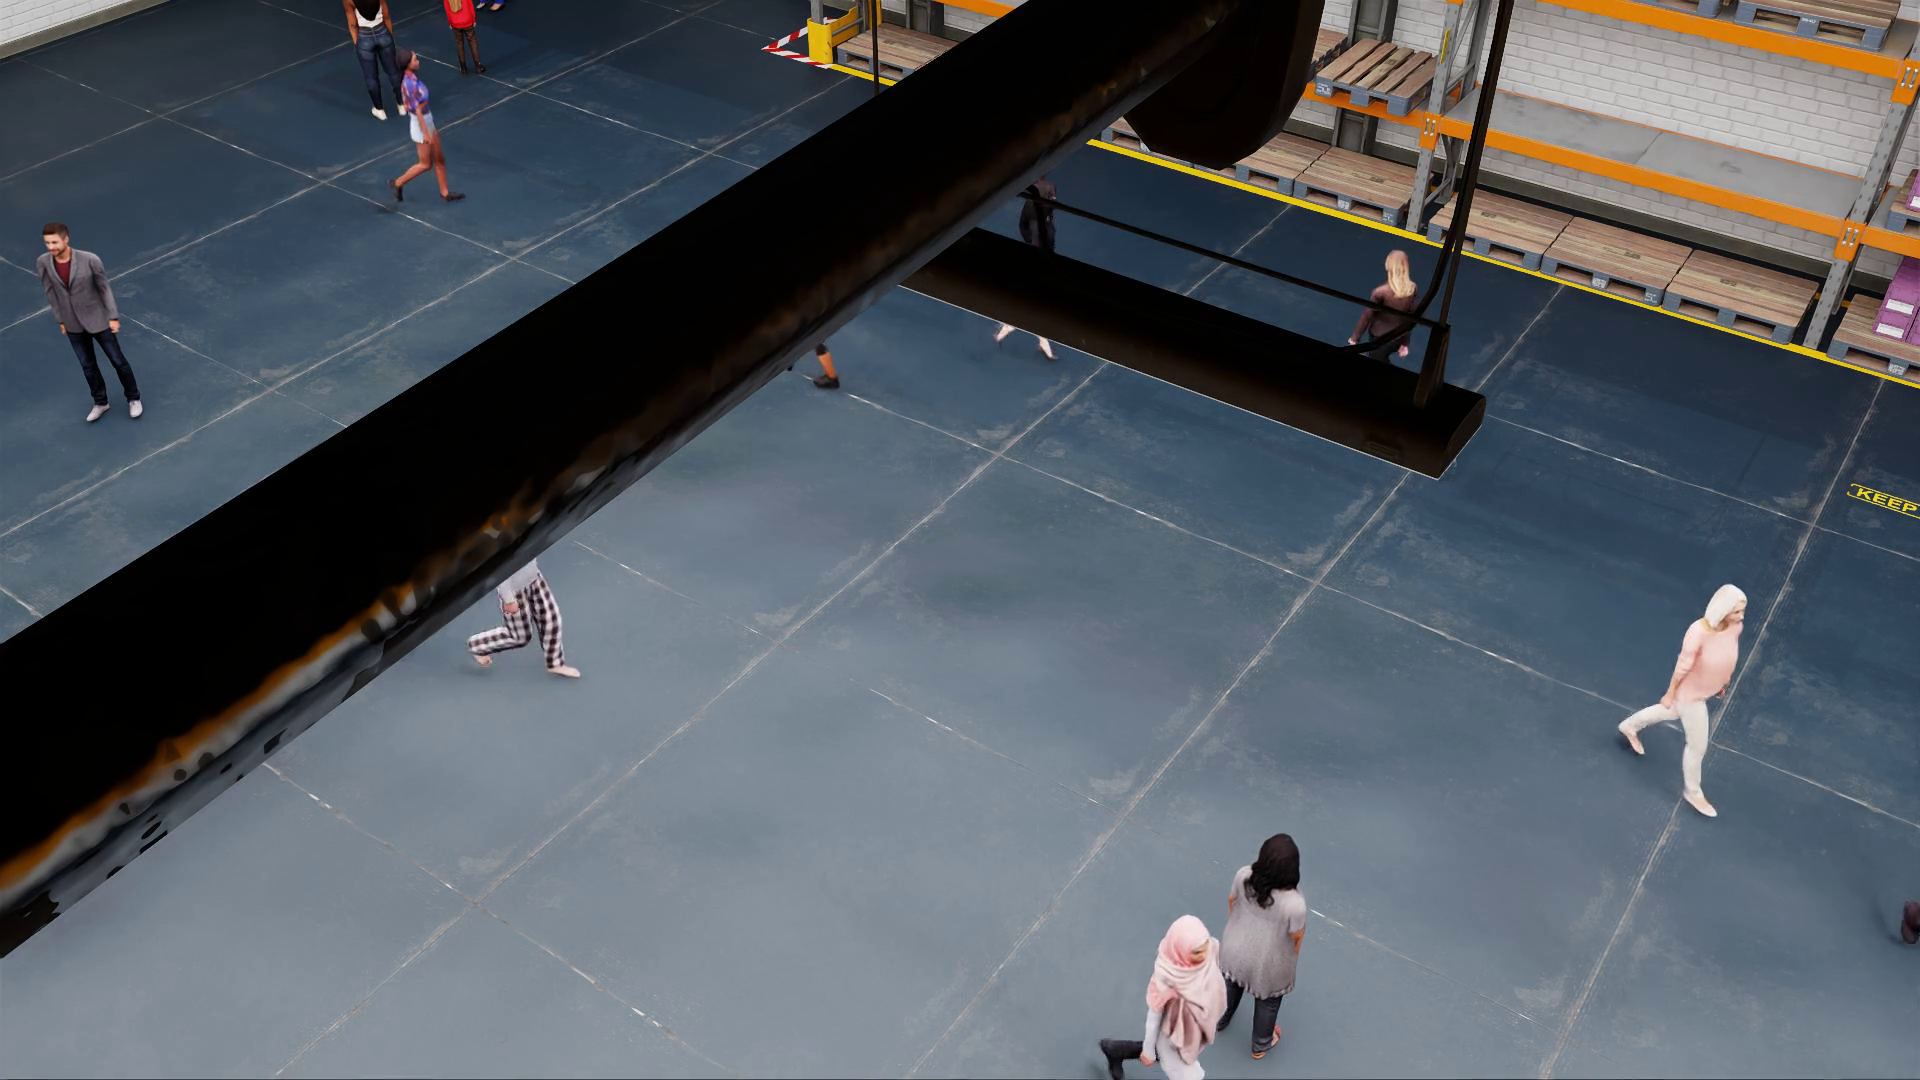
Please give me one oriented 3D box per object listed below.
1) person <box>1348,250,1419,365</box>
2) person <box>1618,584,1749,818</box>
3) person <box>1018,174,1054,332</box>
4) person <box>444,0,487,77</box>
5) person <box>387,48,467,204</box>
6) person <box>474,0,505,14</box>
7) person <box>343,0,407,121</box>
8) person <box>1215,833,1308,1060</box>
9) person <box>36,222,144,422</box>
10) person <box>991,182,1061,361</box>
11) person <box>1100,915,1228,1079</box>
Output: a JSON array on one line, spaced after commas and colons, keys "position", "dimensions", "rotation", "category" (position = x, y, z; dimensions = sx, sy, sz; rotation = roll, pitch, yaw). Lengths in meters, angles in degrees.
[{"position": [3.654, -1.602, 14.124], "dimensions": [0.936, 1.641, 1.213], "rotation": [-20, 43, -23], "category": "person"}, {"position": [4.770, 0.926, 10.924], "dimensions": [0.912, 1.683, 1.198], "rotation": [-20, 43, -23], "category": "person"}, {"position": [0.735, -2.760, 15.487], "dimensions": [0.670, 1.750, 0.671], "rotation": [6, 39, 8], "category": "person"}, {"position": [-6.084, -6.322, 20.322], "dimensions": [0.584, 1.281, 0.646], "rotation": [-5, 39, -7], "category": "person"}, {"position": [-5.719, -4.279, 17.411], "dimensions": [1.034, 1.722, 0.993], "rotation": [-8, 39, -10], "category": "person"}, {"position": [-6.279, -7.731, 21.773], "dimensions": [0.714, 1.672, 0.642], "rotation": [-28, 47, -31], "category": "person"}, {"position": [-6.761, -5.760, 19.195], "dimensions": [0.736, 1.810, 0.749], "rotation": [-19, 42, -22], "category": "person"}, {"position": [1.675, 2.268, 9.309], "dimensions": [0.607, 1.603, 0.697], "rotation": [27, 46, 29], "category": "person"}, {"position": [-7.505, -1.889, 14.296], "dimensions": [0.770, 1.874, 0.838], "rotation": [-5, 39, -6], "category": "person"}, {"position": [0.632, -2.386, 14.984], "dimensions": [0.970, 1.793, 0.814], "rotation": [7, 39, 8], "category": "person"}, {"position": [1.092, 2.562, 8.800], "dimensions": [0.770, 1.777, 1.155], "rotation": [-31, 48, -33], "category": "person"}]
